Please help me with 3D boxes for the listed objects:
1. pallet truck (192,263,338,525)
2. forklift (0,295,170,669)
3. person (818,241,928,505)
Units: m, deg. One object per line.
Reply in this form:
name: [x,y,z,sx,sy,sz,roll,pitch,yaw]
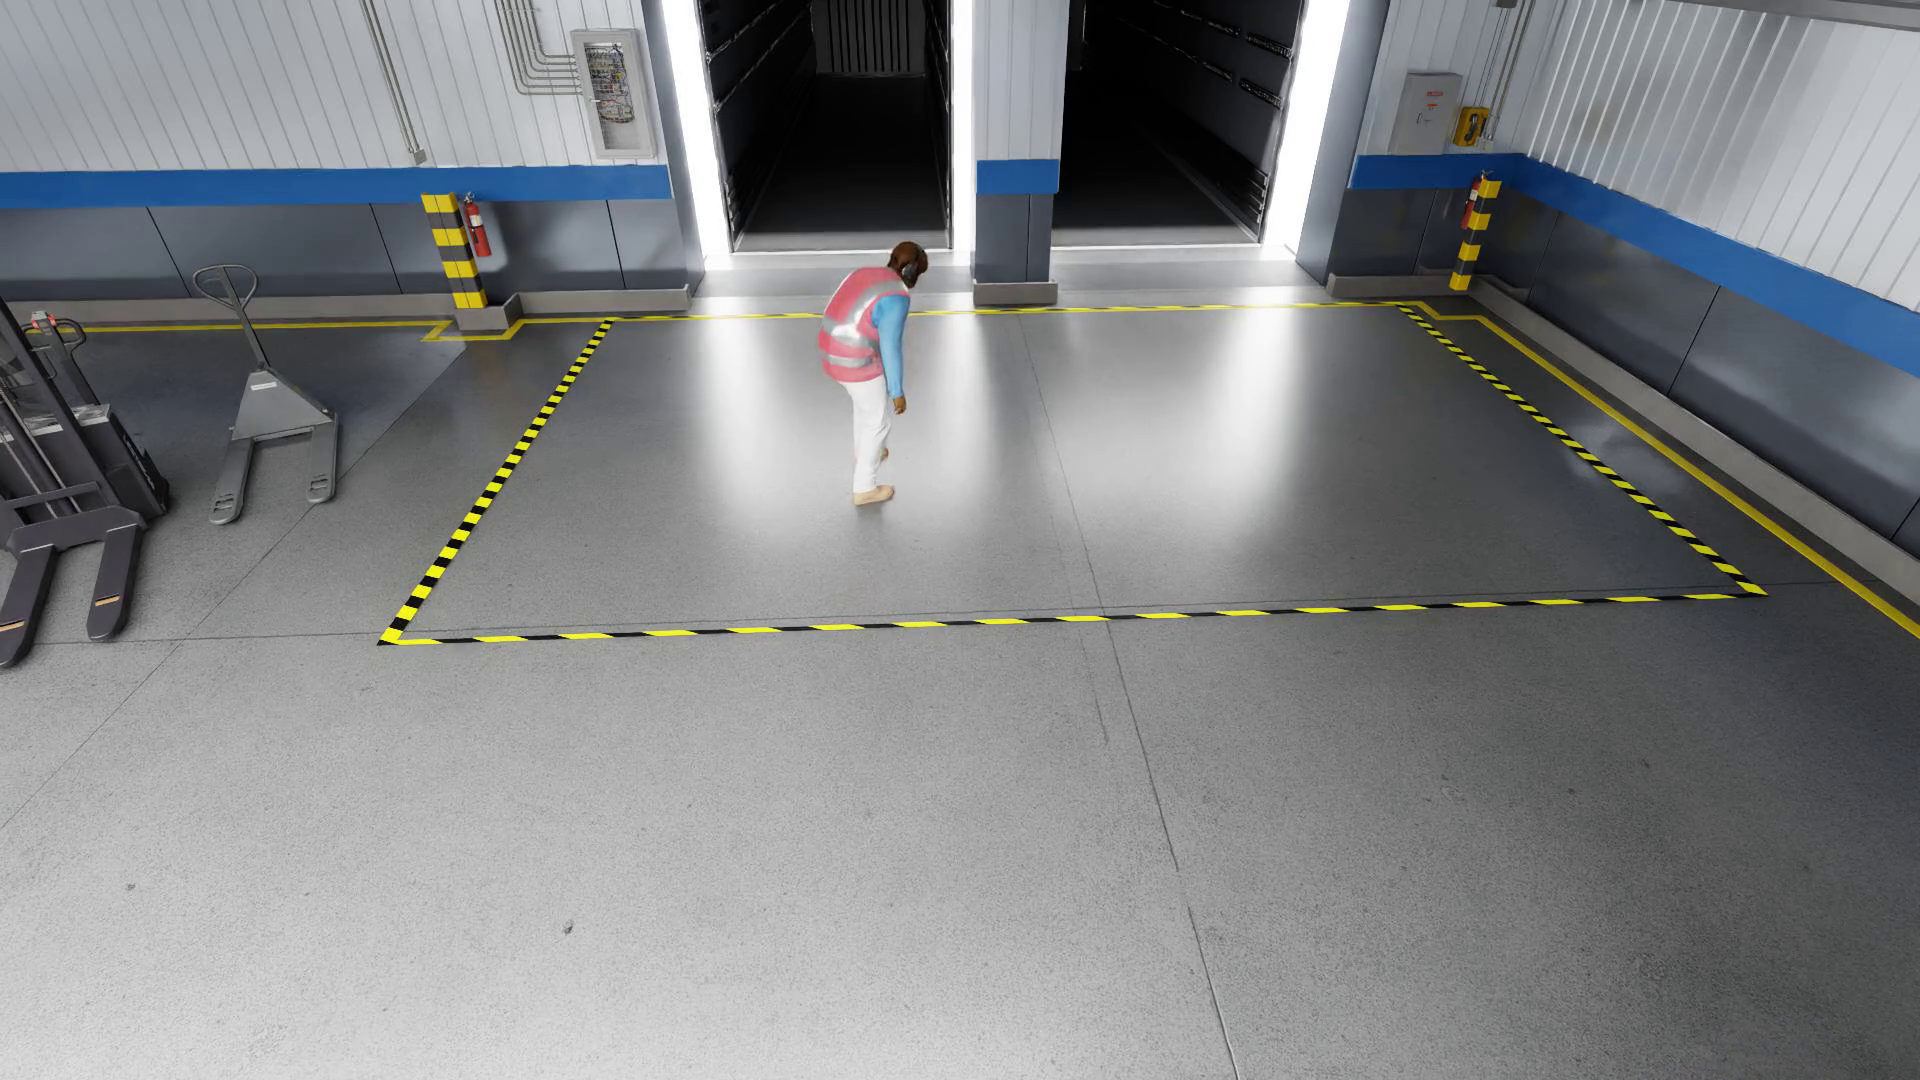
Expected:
pallet truck: [-4.778,-1.027,6.128,0.680,1.201,1.601,-17,38,-23]
forklift: [-5.212,-0.618,4.878,0.823,1.965,1.885,-20,39,-26]
person: [-0.501,-1.074,5.914,0.776,1.573,0.753,-21,40,-27]
